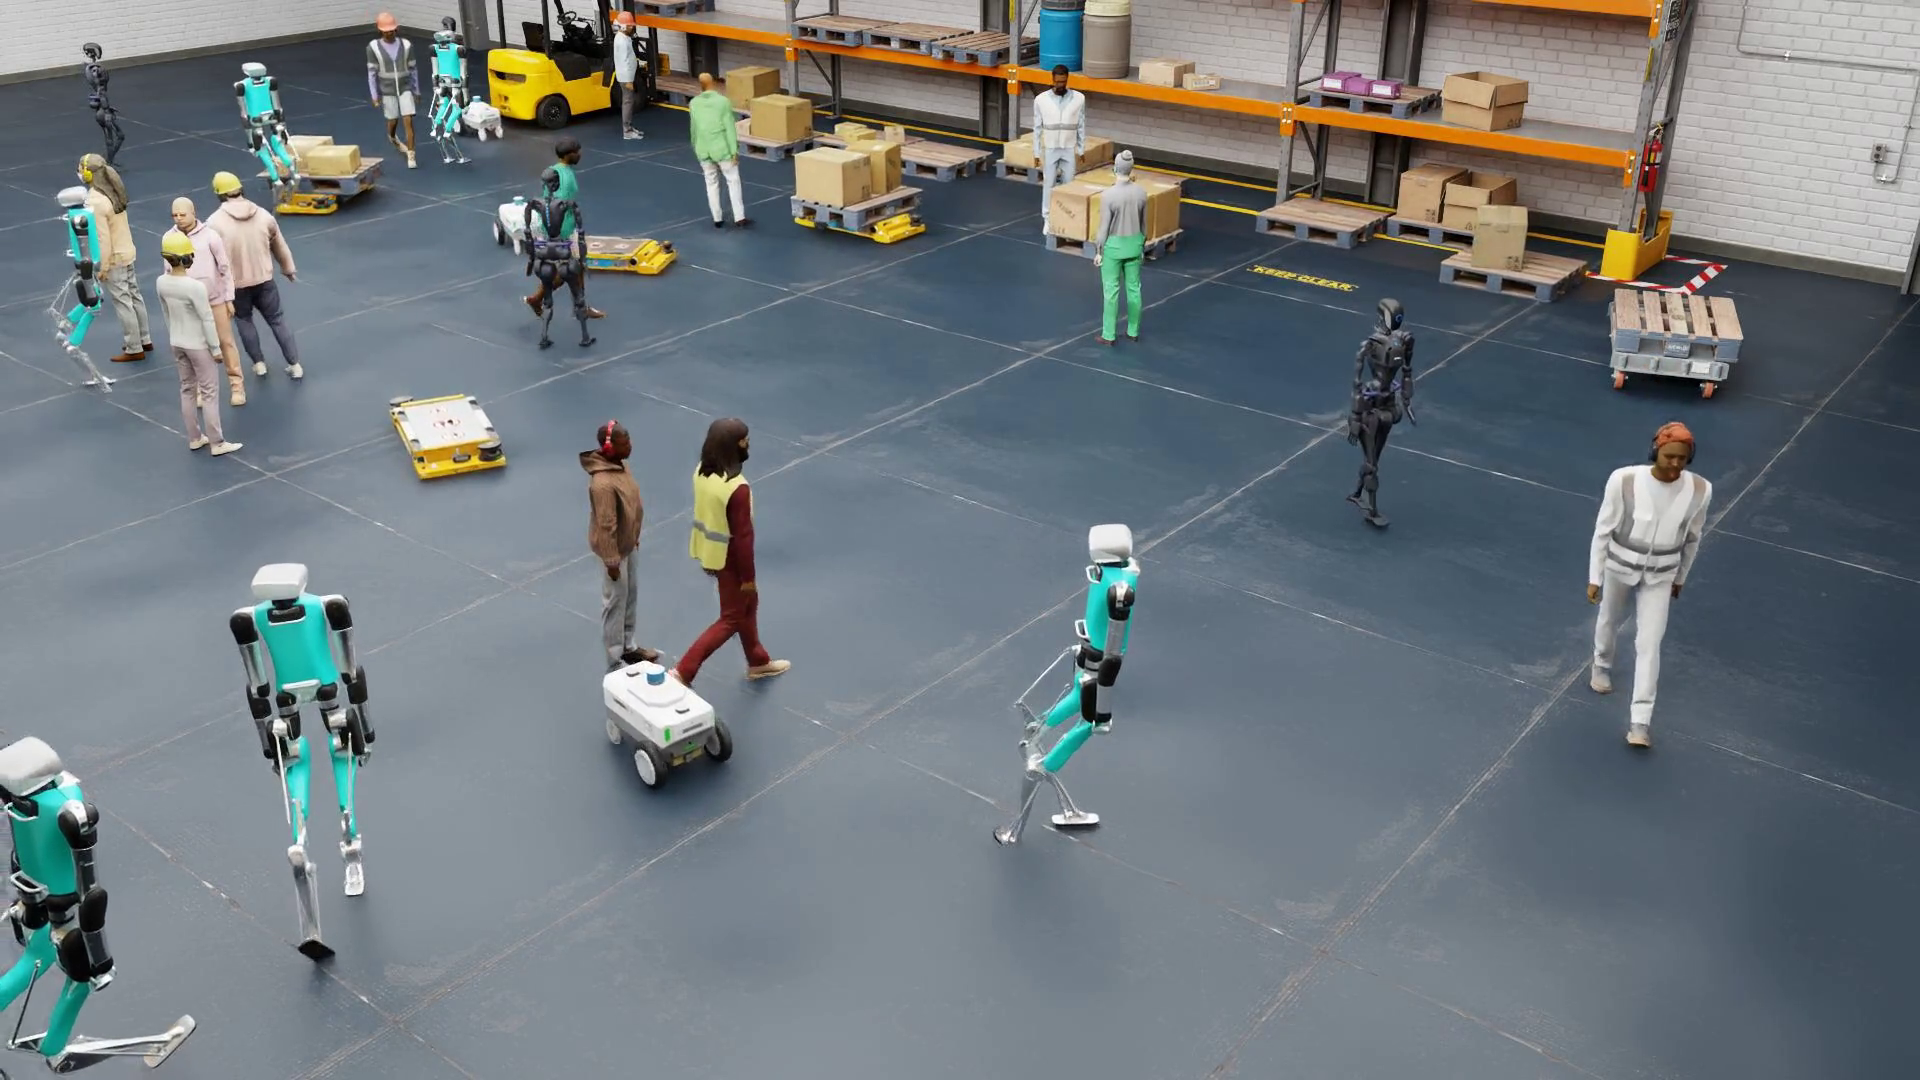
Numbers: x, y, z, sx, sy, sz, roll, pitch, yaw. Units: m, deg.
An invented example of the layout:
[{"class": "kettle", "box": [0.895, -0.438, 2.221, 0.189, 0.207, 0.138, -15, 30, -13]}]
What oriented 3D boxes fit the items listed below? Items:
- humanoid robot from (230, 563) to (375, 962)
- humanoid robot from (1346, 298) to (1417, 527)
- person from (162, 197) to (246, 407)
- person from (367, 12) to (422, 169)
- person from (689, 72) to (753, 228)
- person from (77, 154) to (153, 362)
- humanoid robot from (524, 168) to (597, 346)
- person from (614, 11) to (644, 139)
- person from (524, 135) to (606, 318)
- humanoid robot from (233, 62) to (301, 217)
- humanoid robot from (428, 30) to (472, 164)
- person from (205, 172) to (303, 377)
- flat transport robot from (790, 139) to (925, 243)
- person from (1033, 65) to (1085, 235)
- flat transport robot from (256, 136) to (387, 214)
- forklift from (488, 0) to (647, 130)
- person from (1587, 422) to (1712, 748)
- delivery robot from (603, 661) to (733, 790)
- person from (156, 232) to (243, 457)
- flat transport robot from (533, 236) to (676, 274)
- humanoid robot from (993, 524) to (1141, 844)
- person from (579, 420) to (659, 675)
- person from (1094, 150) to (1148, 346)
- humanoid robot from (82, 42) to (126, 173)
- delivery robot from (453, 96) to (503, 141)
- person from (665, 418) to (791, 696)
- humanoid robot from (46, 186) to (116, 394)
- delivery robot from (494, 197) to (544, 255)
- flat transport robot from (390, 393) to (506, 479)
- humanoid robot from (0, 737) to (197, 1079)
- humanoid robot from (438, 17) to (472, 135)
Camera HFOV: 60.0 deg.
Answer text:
[{"class": "humanoid robot", "box": [-3.006, 1.074, 7.683, 0.559, 1.768, 0.981, -6, 26, -12]}, {"class": "humanoid robot", "box": [3.052, -0.929, 11.891, 0.603, 1.640, 0.626, -14, 29, -26]}, {"class": "person", "box": [-6.357, -1.999, 13.968, 0.535, 1.782, 0.398, -4, 26, -8]}, {"class": "person", "box": [-7.448, -5.946, 21.902, 0.642, 2.005, 0.848, -11, 28, -21]}, {"class": "person", "box": [-2.789, -4.471, 19.131, 0.662, 1.744, 0.396, 6, 26, 11]}, {"class": "person", "box": [-7.602, -2.539, 14.985, 0.412, 1.877, 0.553, -2, 26, -4]}, {"class": "humanoid robot", "box": [-3.722, -2.589, 15.316, 0.610, 1.630, 0.398, 1, 26, 3]}, {"class": "person", "box": [-4.670, -6.543, 23.429, 0.351, 1.740, 0.570, -6, 26, -11]}, {"class": "person", "box": [-3.843, -2.955, 15.911, 0.681, 1.818, 0.542, -5, 26, -10]}, {"class": "humanoid robot", "box": [-8.036, -4.656, 19.542, 0.653, 1.818, 0.538, 19, 31, 34]}, {"class": "humanoid robot", "box": [-6.687, -5.698, 21.531, 0.533, 1.675, 0.735, 8, 27, 15]}, {"class": "person", "box": [-6.191, -2.279, 14.513, 0.798, 1.825, 0.527, -21, 33, -37]}, {"class": "flat transport robot", "box": [-1.168, -3.694, 19.220, 1.431, 0.231, 0.659, 18, 31, 33]}, {"class": "person", "box": [1.117, -4.420, 18.848, 0.597, 1.907, 0.413, -3, 26, -6]}, {"class": "flat transport robot", "box": [-7.781, -4.259, 20.390, 0.659, 0.231, 1.431, 2, 26, 4]}, {"class": "forklift", "box": [-5.874, -7.334, 24.552, 1.214, 2.155, 2.313, 19, 32, 34]}, {"class": "person", "box": [3.841, 0.196, 9.382, 0.588, 1.823, 1.030, 7, 27, 13]}, {"class": "delivery robot", "box": [-1.664, 0.973, 9.217, 0.499, 0.587, 0.788, -21, 33, -36]}, {"class": "person", "box": [-5.984, -1.532, 13.033, 0.522, 1.761, 0.341, 13, 29, 25]}, {"class": "flat transport robot", "box": [-3.850, -3.075, 17.939, 1.431, 0.231, 0.659, 4, 26, 8]}, {"class": "humanoid robot", "box": [0.455, 0.793, 8.347, 0.822, 1.874, 0.556, -1, 26, -3]}, {"class": "person", "box": [-2.028, 0.061, 9.852, 0.313, 1.647, 0.475, 2, 26, 4]}, {"class": "person", "box": [1.484, -2.698, 15.356, 0.511, 1.839, 0.341, -10, 28, -20]}, {"class": "humanoid robot", "box": [-11.076, -5.594, 21.533, 0.331, 1.644, 0.585, -12, 28, -23]}, {"class": "delivery robot", "box": [-6.875, -6.013, 23.715, 0.499, 0.614, 0.798, -23, 34, -39]}, {"class": "person", "box": [-1.397, 0.131, 9.621, 0.819, 1.741, 0.475, -16, 30, -29]}, {"class": "humanoid robot", "box": [-7.616, -2.105, 14.244, 0.692, 1.796, 0.544, -10, 28, -20]}, {"class": "delivery robot", "box": [-4.888, -3.528, 18.525, 0.499, 0.575, 0.759, -12, 28, -24]}, {"class": "flat transport robot", "box": [-4.132, -0.863, 13.358, 0.659, 0.231, 1.431, -12, 28, -23]}, {"class": "humanoid robot", "box": [-3.621, 1.632, 6.500, 0.559, 1.736, 1.028, 15, 30, 29]}, {"class": "humanoid robot", "box": [-7.209, -6.578, 23.597, 0.583, 1.641, 0.598, 9, 27, 17]}]
